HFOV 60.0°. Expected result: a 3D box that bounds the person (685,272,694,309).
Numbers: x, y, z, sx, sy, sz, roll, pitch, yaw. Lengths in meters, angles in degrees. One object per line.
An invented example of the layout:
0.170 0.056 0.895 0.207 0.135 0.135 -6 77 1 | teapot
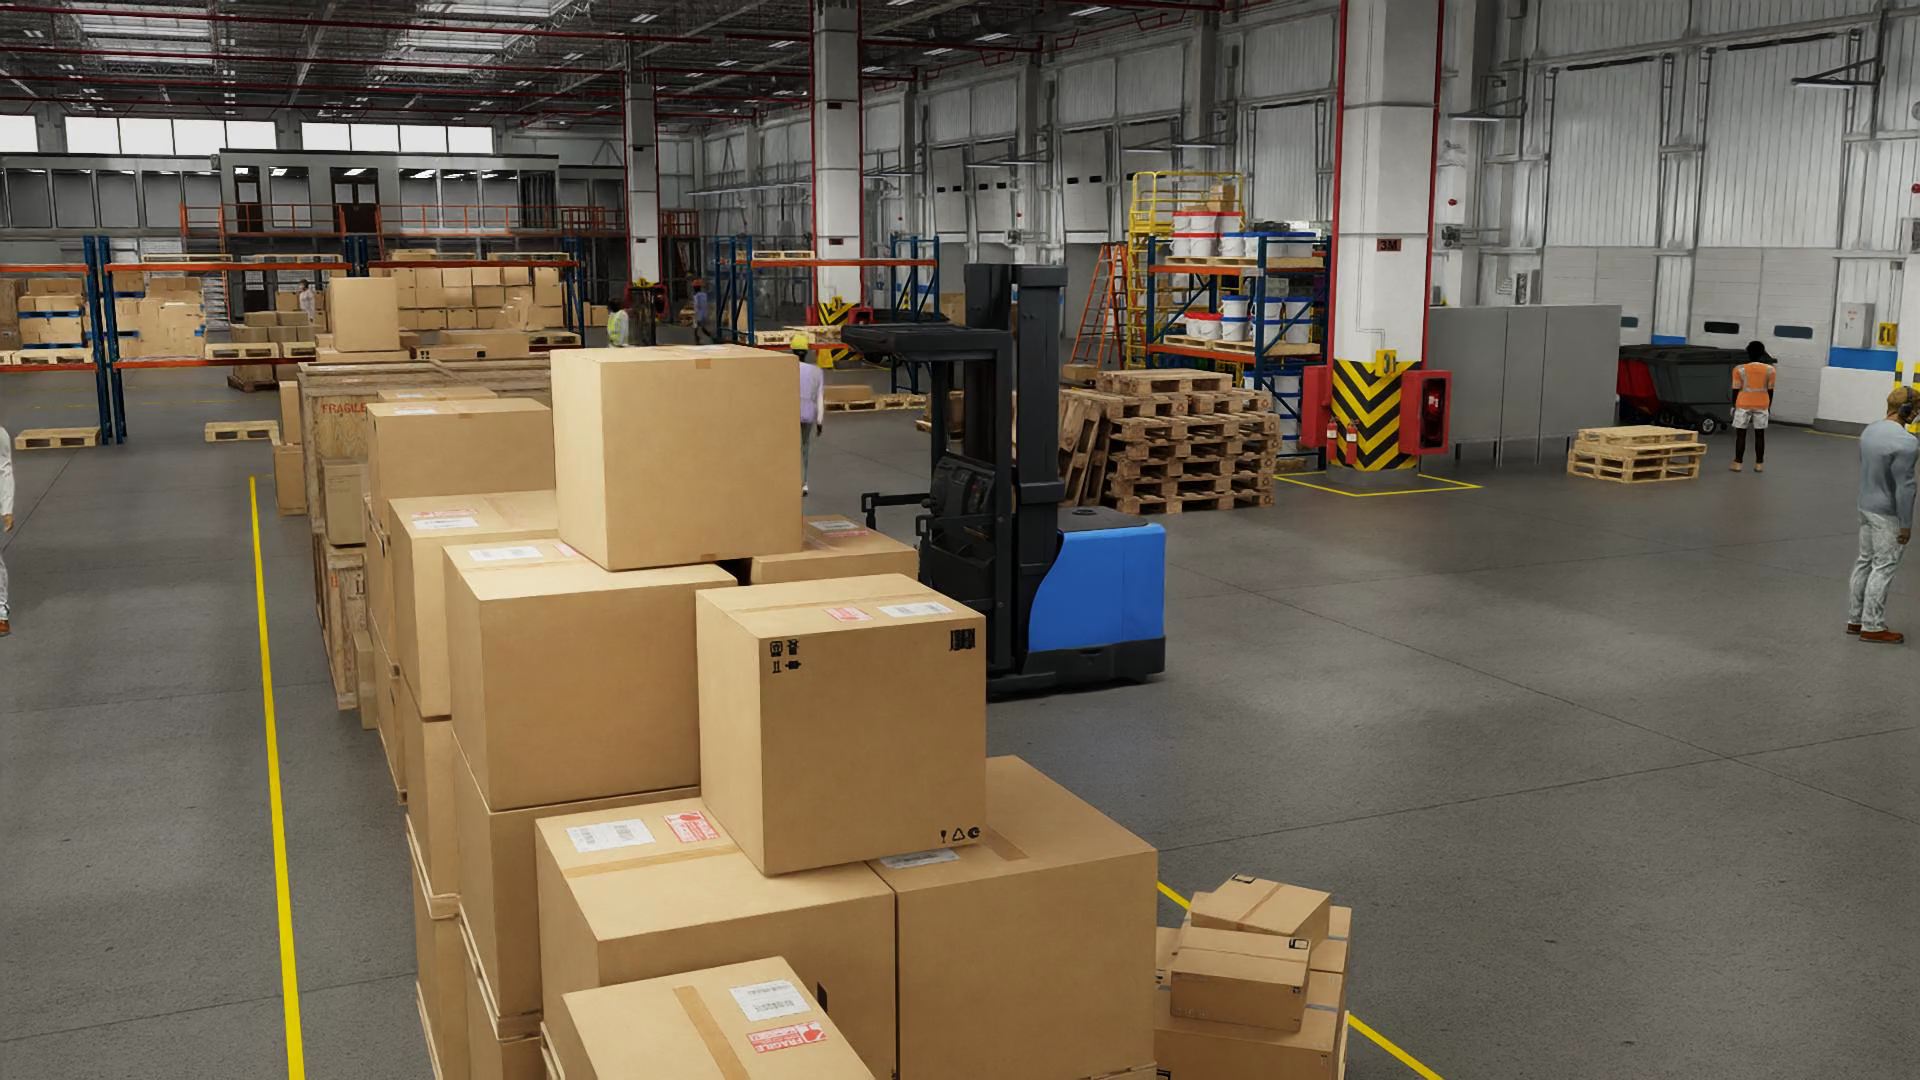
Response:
-10.062 -9.194 62.546 0.656 1.723 0.493 2 10 11 | person

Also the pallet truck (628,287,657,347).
-6.464 -4.406 35.401 0.823 1.965 1.885 6 12 32 | pallet truck

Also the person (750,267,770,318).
-7.563 -9.300 62.631 0.965 1.896 0.639 4 11 23 | person

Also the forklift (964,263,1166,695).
0.362 -0.447 11.148 1.873 2.768 1.129 -4 11 -23 | forklift

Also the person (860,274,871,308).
-3.377 -8.205 56.892 0.657 1.791 0.941 0 10 1 | person

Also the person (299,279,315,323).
-17.043 -5.830 43.417 0.355 1.936 0.637 -10 14 -43 | person

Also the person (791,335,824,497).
-1.882 -1.459 19.535 0.586 1.880 1.023 -4 11 -20 | person

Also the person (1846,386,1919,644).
6.878 -0.184 12.347 0.390 1.928 0.636 0 10 1 | person

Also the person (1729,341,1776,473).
10.161 -1.706 21.349 0.535 1.699 0.318 2 10 9 | person

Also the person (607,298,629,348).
-6.970 -3.980 33.611 0.945 1.789 0.654 -9 14 -40 | person

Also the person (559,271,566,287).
-13.702 -8.312 57.300 0.591 1.873 0.365 7 12 34 | person

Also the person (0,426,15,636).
-7.447 -0.219 12.490 0.635 1.938 0.361 -3 11 -17 | person

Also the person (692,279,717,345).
-6.847 -5.954 44.149 0.675 1.921 0.565 6 12 29 | person
